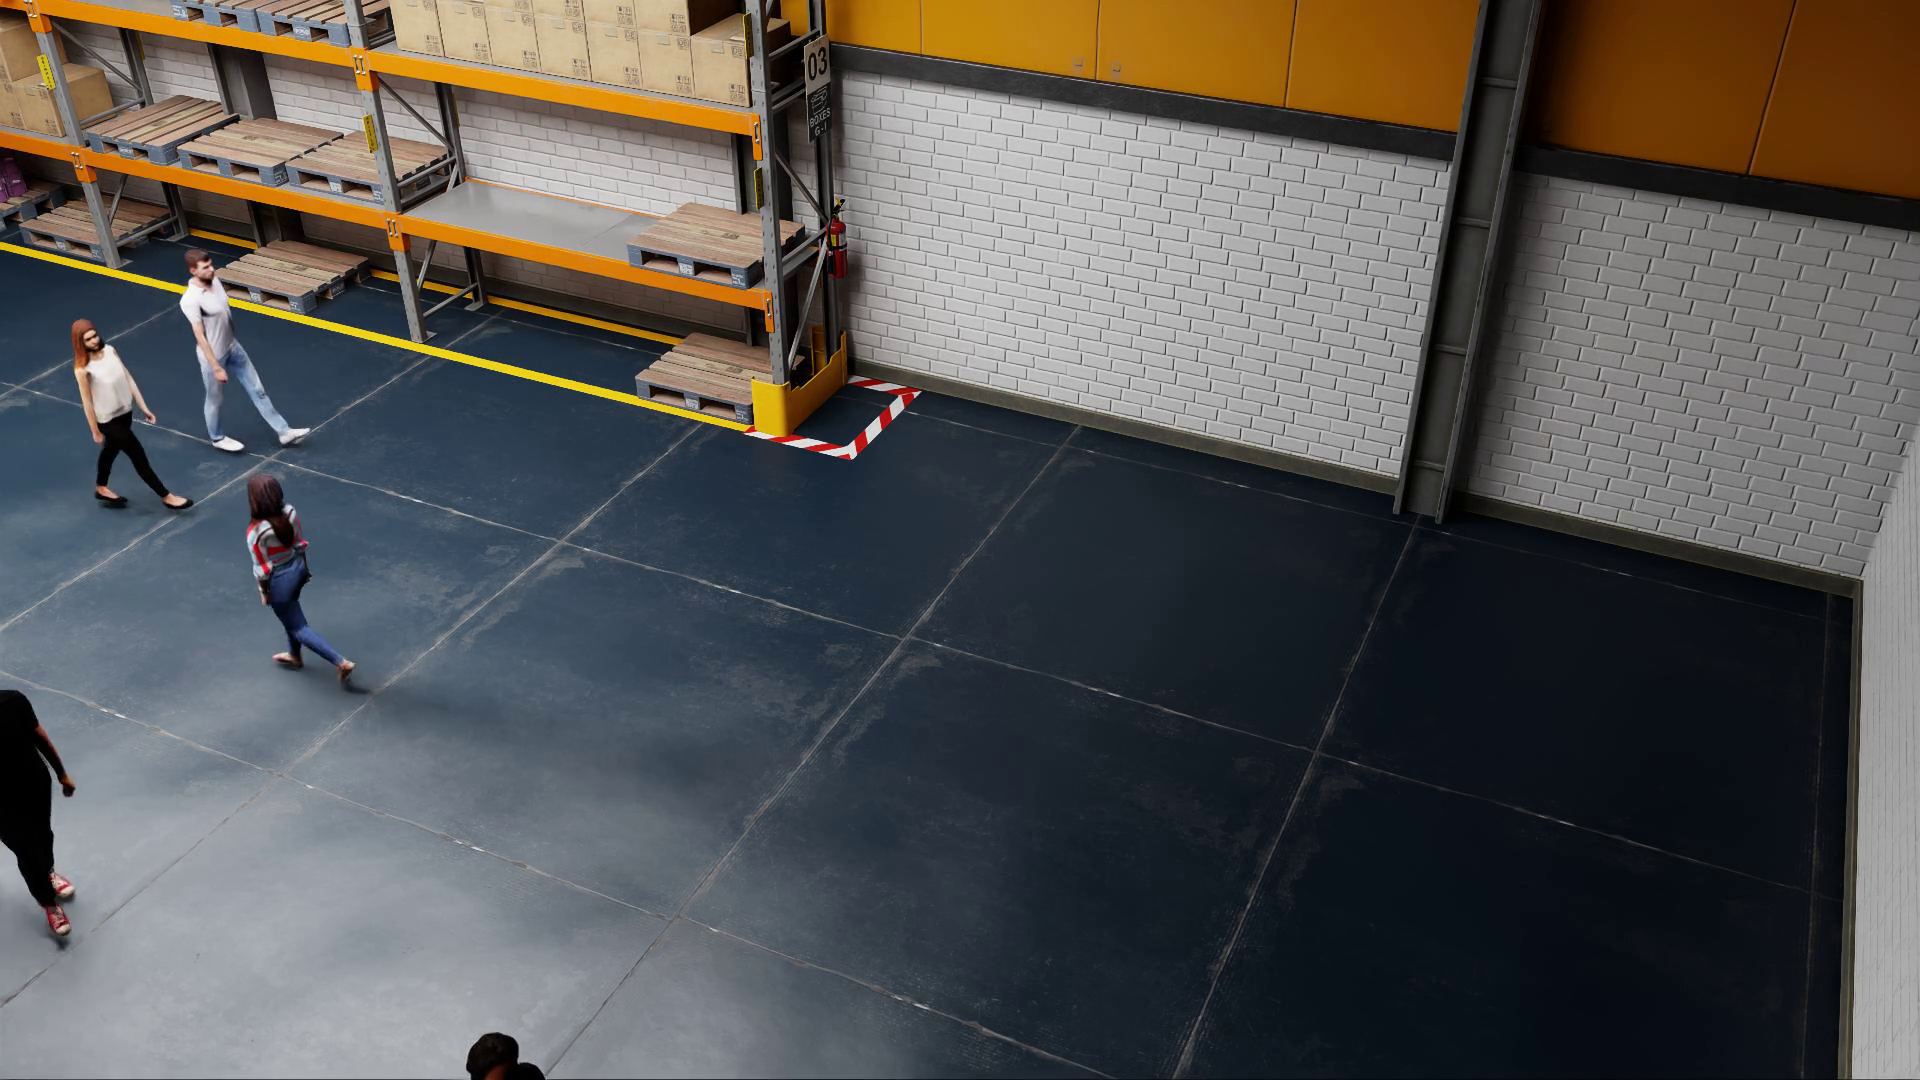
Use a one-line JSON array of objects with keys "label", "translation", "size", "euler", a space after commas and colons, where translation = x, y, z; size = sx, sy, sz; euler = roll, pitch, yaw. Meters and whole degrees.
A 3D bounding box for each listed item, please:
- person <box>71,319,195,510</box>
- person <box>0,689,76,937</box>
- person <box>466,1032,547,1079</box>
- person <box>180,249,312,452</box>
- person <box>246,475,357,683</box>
[{"label": "person", "translation": [-6.654, -0.954, 12.929], "size": [1.146, 1.671, 0.781], "euler": [5, 34, 8]}, {"label": "person", "translation": [-5.378, 1.365, 9.380], "size": [0.896, 1.737, 0.744], "euler": [22, 39, 29]}, {"label": "person", "translation": [-2.025, 2.746, 7.385], "size": [1.022, 1.647, 0.751], "euler": [23, 40, 30]}, {"label": "person", "translation": [-6.166, -1.524, 13.656], "size": [1.157, 1.815, 0.883], "euler": [5, 34, 8]}, {"label": "person", "translation": [-4.452, 0.286, 11.137], "size": [1.009, 1.591, 0.637], "euler": [12, 35, 17]}]
